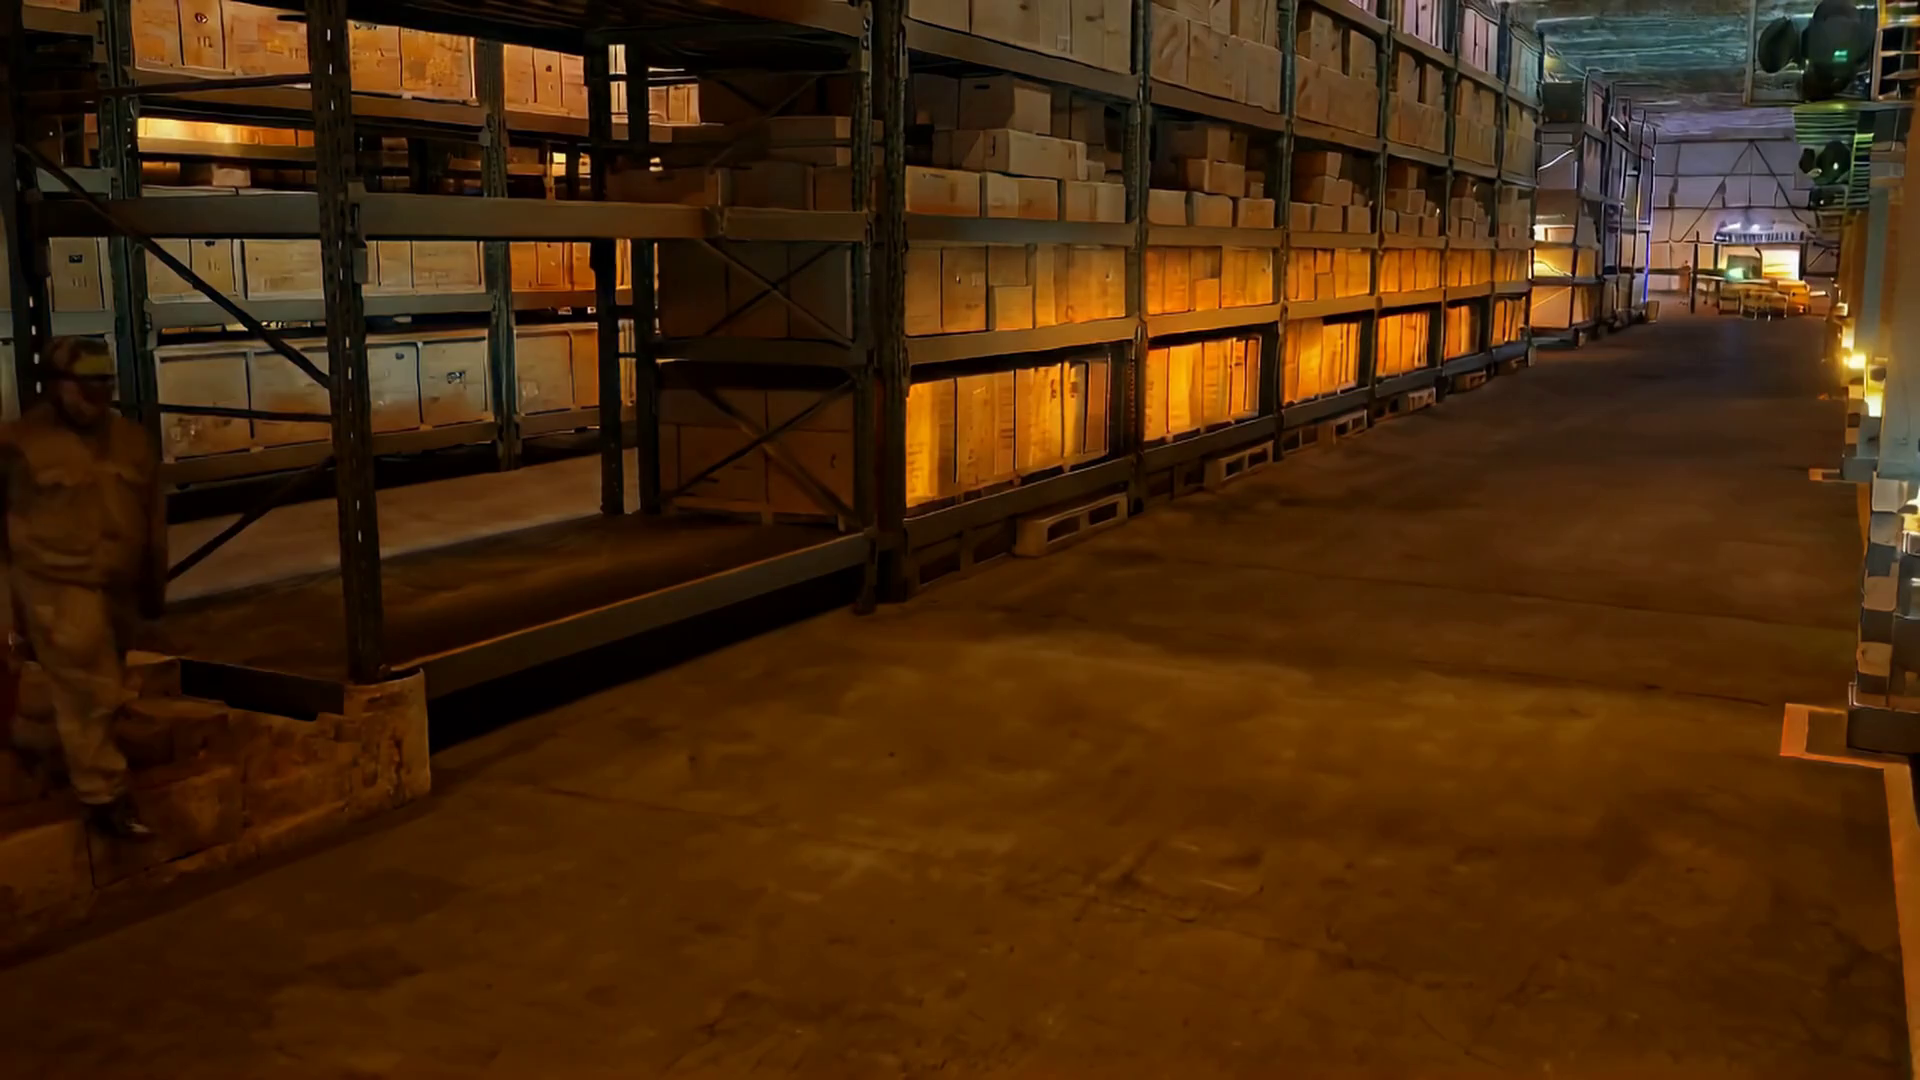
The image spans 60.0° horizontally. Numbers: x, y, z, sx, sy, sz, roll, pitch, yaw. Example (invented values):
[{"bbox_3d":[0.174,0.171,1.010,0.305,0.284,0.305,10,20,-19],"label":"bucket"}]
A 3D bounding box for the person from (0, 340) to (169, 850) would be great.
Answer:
[{"bbox_3d":[-3.332,0.173,6.305,0.960,1.869,0.641,6,12,33],"label":"person"}]

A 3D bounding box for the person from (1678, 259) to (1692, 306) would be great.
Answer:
[{"bbox_3d":[29.504,-10.465,67.691,0.366,1.932,0.624,-3,10,-18],"label":"person"}]
